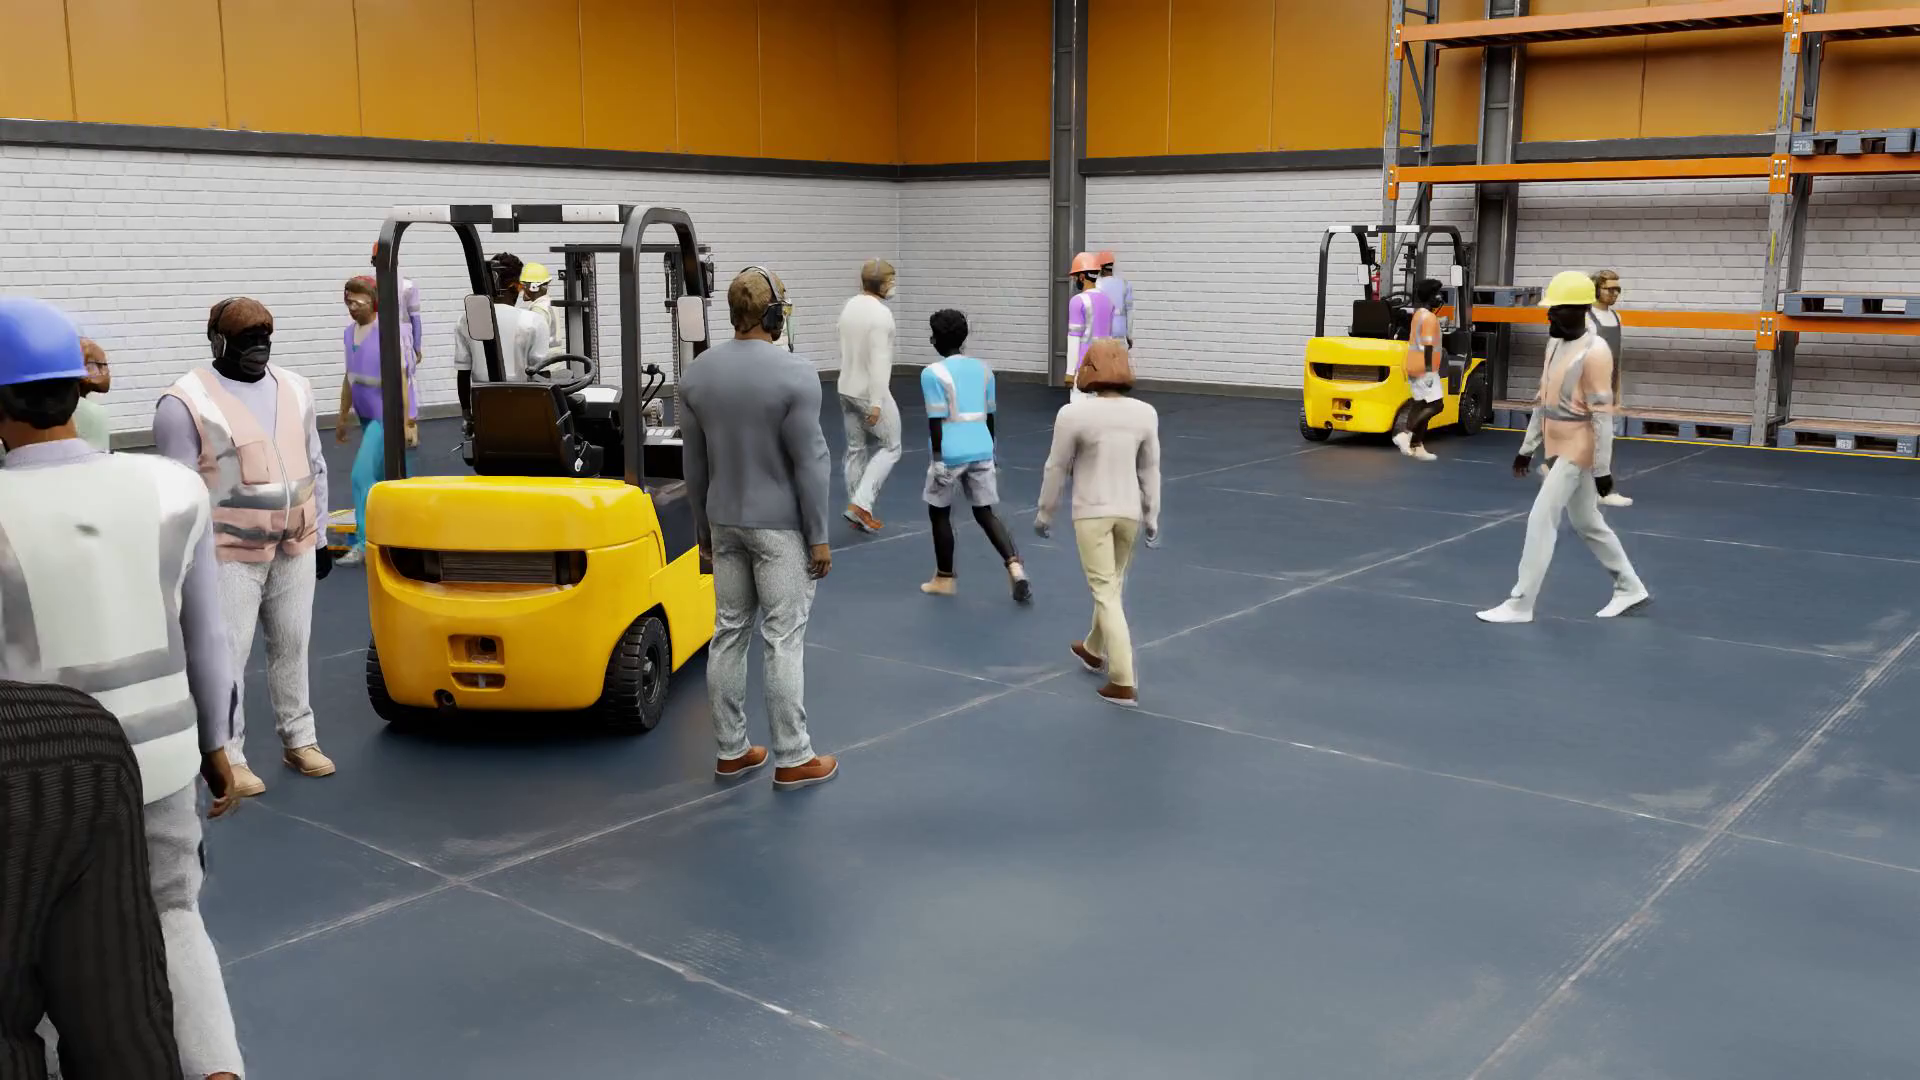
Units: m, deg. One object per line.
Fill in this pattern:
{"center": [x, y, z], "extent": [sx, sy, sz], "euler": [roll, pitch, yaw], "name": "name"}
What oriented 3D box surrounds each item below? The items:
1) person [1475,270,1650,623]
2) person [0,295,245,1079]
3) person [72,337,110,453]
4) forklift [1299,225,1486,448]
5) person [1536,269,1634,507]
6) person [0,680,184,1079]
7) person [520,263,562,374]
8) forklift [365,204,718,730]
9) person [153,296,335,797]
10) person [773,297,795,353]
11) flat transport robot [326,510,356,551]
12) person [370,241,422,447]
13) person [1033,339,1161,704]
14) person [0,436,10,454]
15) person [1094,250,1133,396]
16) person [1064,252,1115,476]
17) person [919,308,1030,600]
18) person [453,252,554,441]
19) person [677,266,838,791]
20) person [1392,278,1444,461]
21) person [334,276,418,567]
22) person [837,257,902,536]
{"center": [3.290, -0.484, 8.837], "extent": [0.964, 1.886, 0.592], "euler": [0, 10, 2], "name": "person"}
{"center": [-1.753, 0.472, 3.393], "extent": [0.634, 1.927, 0.621], "euler": [9, 14, 42], "name": "person"}
{"center": [-3.855, -0.084, 7.371], "extent": [0.510, 1.620, 0.384], "euler": [7, 13, 36], "name": "person"}
{"center": [4.449, -2.115, 16.993], "extent": [1.214, 2.155, 2.313], "euler": [8, 13, 38], "name": "forklift"}
{"center": [4.907, -1.201, 12.993], "extent": [0.516, 1.819, 0.875], "euler": [-7, 12, -34], "name": "person"}
{"center": [-1.043, 0.772, 1.555], "extent": [0.622, 1.990, 0.398], "euler": [-9, 14, -41], "name": "person"}
{"center": [-3.751, -1.543, 14.827], "extent": [0.404, 1.833, 0.593], "euler": [-1, 10, -8], "name": "person"}
{"center": [-1.766, -0.406, 7.525], "extent": [1.214, 2.155, 2.313], "euler": [1, 10, 7], "name": "forklift"}
{"center": [-2.610, 0.024, 6.161], "extent": [0.431, 1.836, 0.619], "euler": [7, 12, 33], "name": "person"}
{"center": [-2.184, -2.275, 19.416], "extent": [0.512, 1.641, 0.307], "euler": [-2, 10, -11], "name": "person"}
{"center": [-3.681, -0.055, 10.911], "extent": [1.431, 0.197, 0.652], "euler": [1, 10, 8], "name": "flat transport robot"}
{"center": [-5.595, -1.918, 16.320], "extent": [0.606, 2.044, 0.373], "euler": [-5, 11, -25], "name": "person"}
{"center": [0.607, -0.105, 7.523], "extent": [0.513, 1.591, 0.836], "euler": [-5, 11, -25], "name": "person"}
{"center": [-4.388, -0.202, 7.332], "extent": [0.581, 1.868, 0.404], "euler": [-8, 13, -38], "name": "person"}
{"center": [1.751, -2.418, 19.499], "extent": [0.608, 1.916, 0.424], "euler": [-3, 11, -15], "name": "person"}
{"center": [1.089, -1.507, 14.364], "extent": [0.382, 1.929, 0.540], "euler": [9, 13, 40], "name": "person"}
{"center": [0.085, -0.465, 9.339], "extent": [0.543, 1.663, 0.682], "euler": [-9, 14, -41], "name": "person"}
{"center": [-2.775, -0.778, 10.220], "extent": [0.614, 1.962, 0.365], "euler": [1, 10, 6], "name": "person"}
{"center": [-0.743, -0.036, 6.180], "extent": [0.627, 1.941, 0.371], "euler": [6, 12, 29], "name": "person"}
{"center": [4.256, -1.552, 15.269], "extent": [0.384, 1.686, 0.552], "euler": [1, 10, 4], "name": "person"}
{"center": [-3.741, -0.734, 10.398], "extent": [0.756, 1.804, 0.643], "euler": [-10, 14, -44], "name": "person"}
{"center": [-0.618, -0.969, 11.422], "extent": [0.509, 1.921, 0.602], "euler": [-9, 14, -42], "name": "person"}
